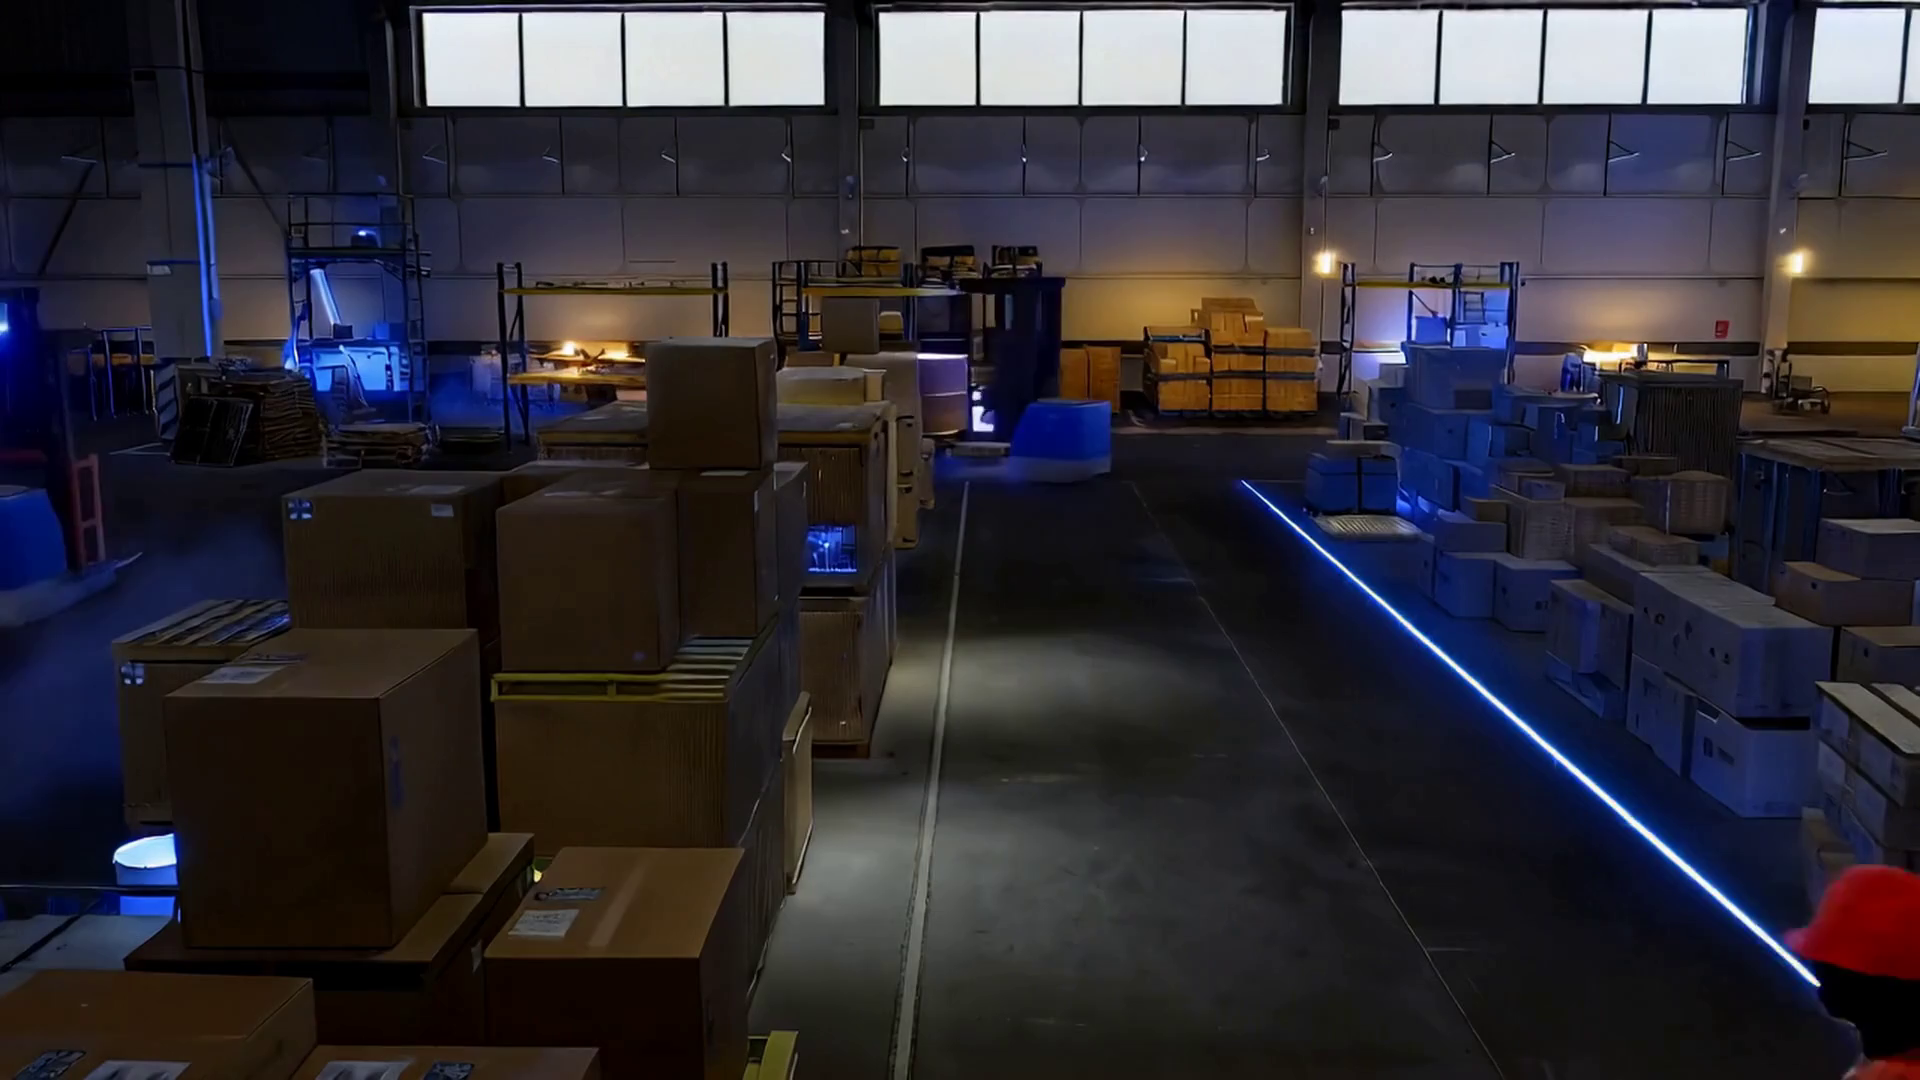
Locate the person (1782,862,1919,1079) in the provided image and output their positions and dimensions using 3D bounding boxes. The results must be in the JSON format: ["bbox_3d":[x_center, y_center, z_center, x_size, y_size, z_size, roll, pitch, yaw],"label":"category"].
[{"bbox_3d":[1.844,1.559,3.235,0.899,1.906,0.547,9,13,43],"label":"person"}]

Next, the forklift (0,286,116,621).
[{"bbox_3d":[-8.425,-0.801,14.436,1.129,2.768,1.873,-1,9,-3],"label":"forklift"}]

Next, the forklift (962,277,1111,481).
[{"bbox_3d":[1.116,-2.310,23.473,1.873,2.768,1.129,6,11,34],"label":"forklift"}]
